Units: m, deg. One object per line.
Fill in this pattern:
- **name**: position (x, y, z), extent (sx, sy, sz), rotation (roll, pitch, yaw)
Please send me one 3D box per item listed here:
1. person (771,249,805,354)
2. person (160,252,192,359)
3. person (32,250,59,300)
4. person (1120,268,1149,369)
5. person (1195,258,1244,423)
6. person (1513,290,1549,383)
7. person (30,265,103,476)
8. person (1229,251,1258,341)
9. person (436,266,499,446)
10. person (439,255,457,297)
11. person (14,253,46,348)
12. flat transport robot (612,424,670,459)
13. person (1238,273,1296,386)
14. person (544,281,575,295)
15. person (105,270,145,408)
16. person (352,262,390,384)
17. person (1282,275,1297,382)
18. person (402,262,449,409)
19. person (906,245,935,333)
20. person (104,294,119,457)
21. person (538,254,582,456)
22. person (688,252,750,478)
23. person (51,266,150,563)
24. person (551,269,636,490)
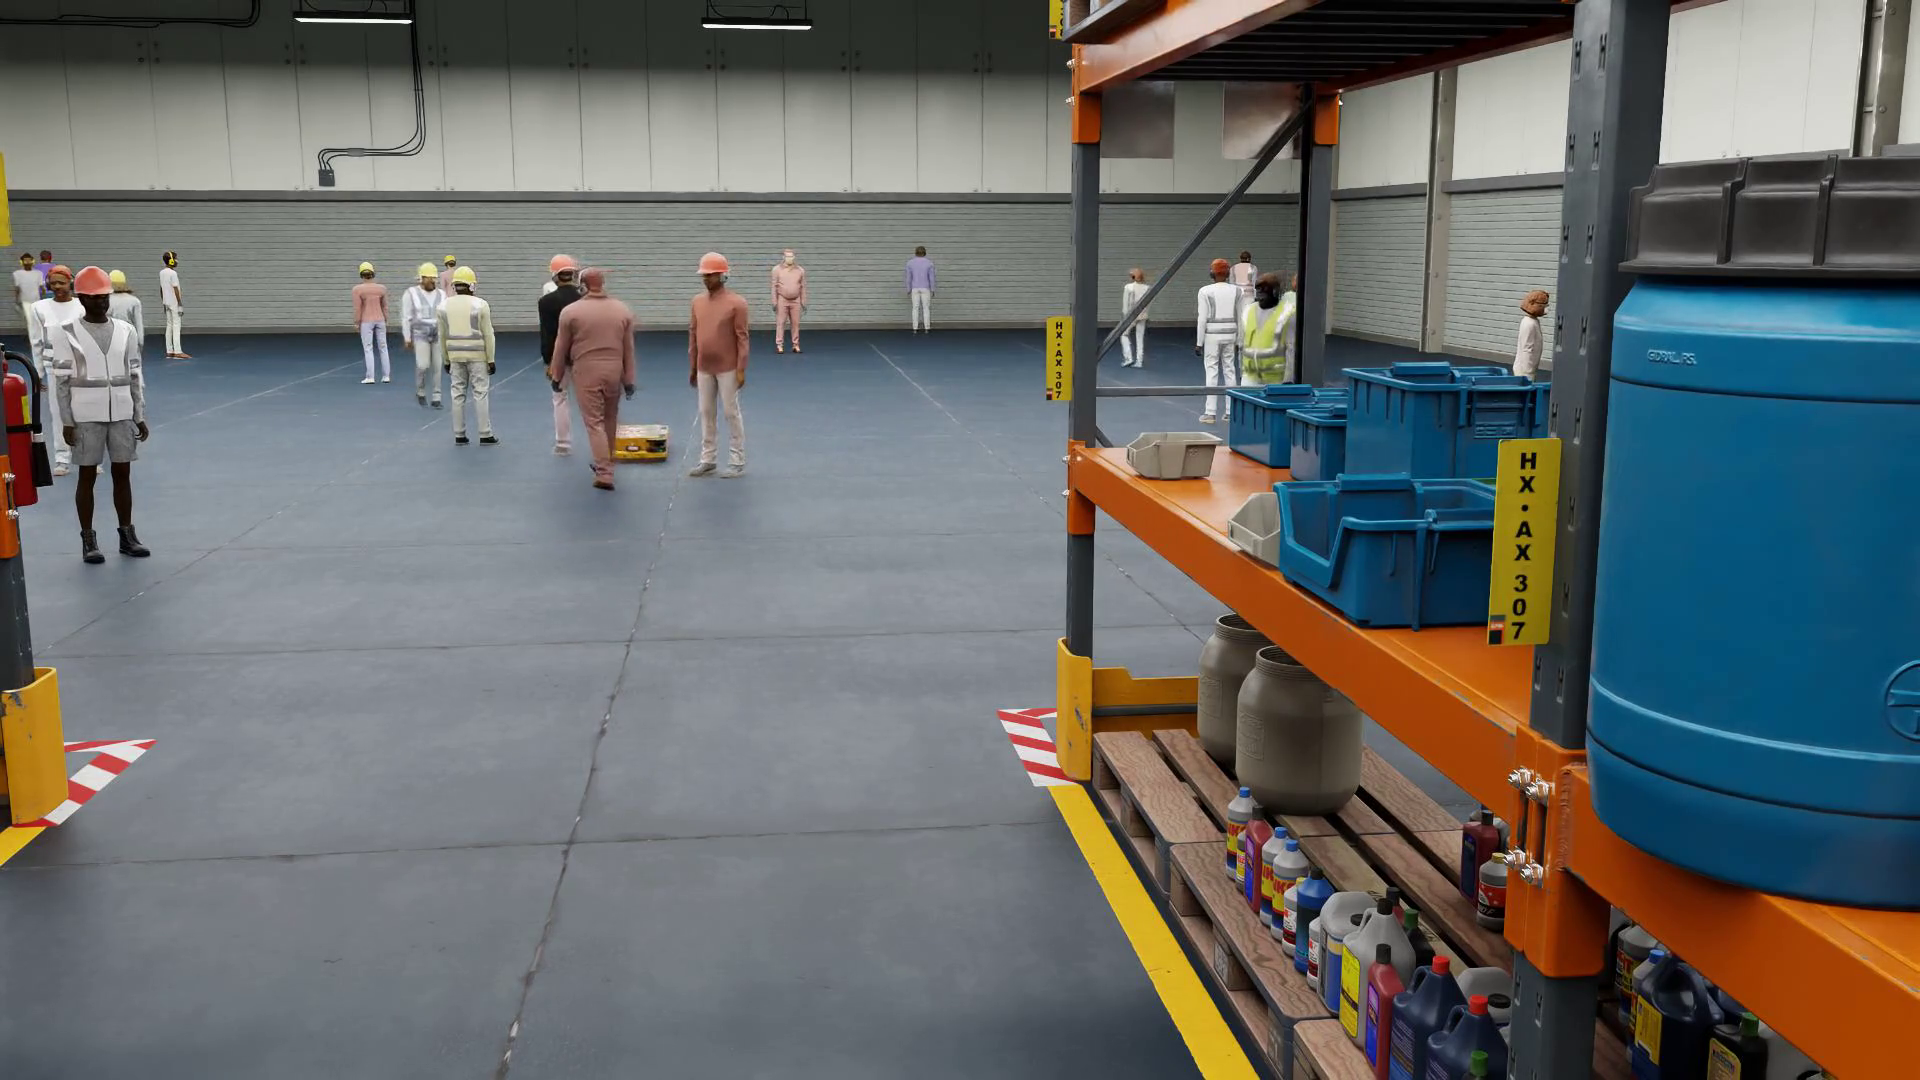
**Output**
- **person**: position (-3.138, -4.367, 30.484), extent (0.651, 1.906, 0.403), rotation (-4, 11, -21)
- **person**: position (-13.838, -4.126, 29.260), extent (0.536, 1.869, 0.314), rotation (7, 13, 35)
- **person**: position (-19.320, -5.208, 35.262), extent (0.575, 1.842, 0.375), rotation (-3, 11, -15)
- **person**: position (2.827, -3.604, 27.049), extent (0.549, 1.621, 0.472), rotation (-6, 12, -29)
- **person**: position (2.981, -2.281, 19.107), extent (0.584, 1.882, 0.337), rotation (-3, 11, -17)
- **person**: position (5.534, -1.616, 16.185), extent (0.290, 1.624, 0.505), rotation (5, 11, 24)
- **person**: position (-7.985, -1.512, 14.904), extent (0.576, 1.879, 0.341), rotation (-3, 11, -15)
- **person**: position (5.801, -4.952, 33.881), extent (0.624, 1.840, 0.429), rotation (6, 12, 30)
- **person**: position (-5.011, -1.869, 16.985), extent (0.586, 1.835, 0.403), rotation (1, 10, 8)
- **person**: position (-10.235, -4.848, 33.501), extent (0.534, 1.767, 0.318), rotation (-10, 14, -44)
- **person**: position (-17.326, -4.427, 30.998), extent (0.522, 1.849, 0.774), rotation (-9, 14, -41)
- **flat transport robot**: position (-3.209, -0.980, 16.397), extent (0.652, 0.197, 1.431), rotation (-2, 10, -9)
- **person**: position (2.657, -1.435, 14.689), extent (0.659, 1.798, 0.919), rotation (8, 13, 39)
- **person**: position (-6.447, -3.616, 26.782), extent (0.520, 1.753, 0.626), rotation (-7, 12, -33)
- **person**: position (-10.302, -2.443, 20.423), extent (0.490, 1.734, 0.353), rotation (-7, 12, -32)
- **person**: position (-8.577, -3.152, 24.215), extent (0.525, 1.765, 0.329), rotation (-10, 14, -43)
- **person**: position (5.007, -3.131, 24.562), extent (0.518, 1.580, 0.850), rotation (1, 10, 5)
- **person**: position (-6.560, -2.514, 20.558), extent (0.621, 1.815, 0.424), rotation (-9, 14, -40)
- **person**: position (-0.870, -5.549, 36.869), extent (0.633, 1.938, 0.356), rotation (1, 10, 7)
- **person**: position (-8.424, -1.655, 16.317), extent (0.533, 1.648, 0.898), rotation (1, 10, 5)
- **person**: position (-3.722, -1.765, 16.043), extent (0.627, 1.974, 0.784), rotation (-7, 12, -33)
- **person**: position (-2.166, -1.545, 14.773), extent (0.622, 1.990, 0.401), rotation (5, 12, 27)
- **person**: position (-5.649, -0.826, 10.979), extent (0.362, 1.939, 0.543), rotation (9, 14, 41)
- **person**: position (-3.163, -1.385, 14.282), extent (0.637, 1.854, 0.943), rotation (-8, 13, -36)
